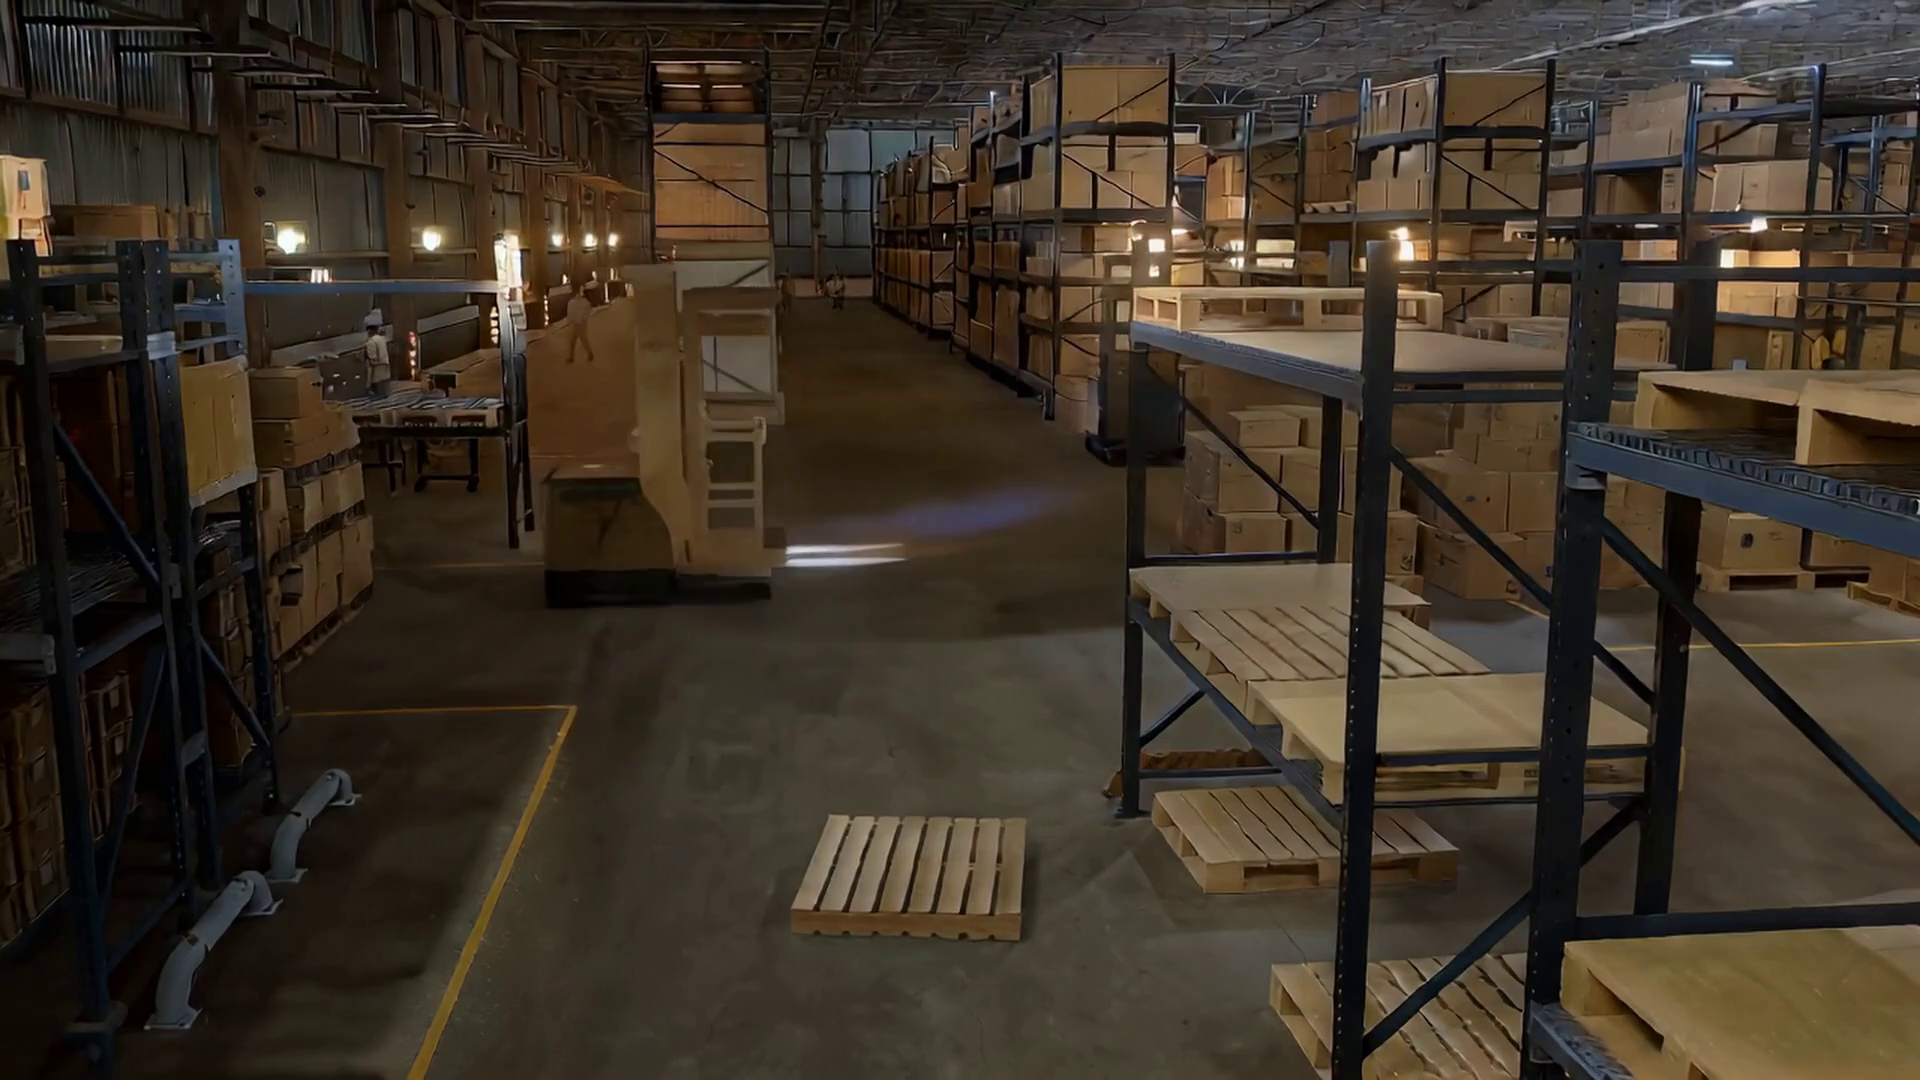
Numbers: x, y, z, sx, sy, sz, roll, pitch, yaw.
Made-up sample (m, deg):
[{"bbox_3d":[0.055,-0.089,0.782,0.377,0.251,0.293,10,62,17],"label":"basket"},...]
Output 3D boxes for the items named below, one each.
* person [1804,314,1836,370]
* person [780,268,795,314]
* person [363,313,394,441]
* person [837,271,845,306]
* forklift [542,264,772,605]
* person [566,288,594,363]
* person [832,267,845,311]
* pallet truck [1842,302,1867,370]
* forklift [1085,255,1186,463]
[{"bbox_3d":[13.140,-2.496,25.465,0.397,1.911,0.587,10,14,44],"label":"person"},{"bbox_3d":[-7.122,-10.303,68.867,0.641,1.860,0.959,0,10,-2],"label":"person"},{"bbox_3d":[-8.832,-2.461,25.180,0.361,1.935,0.553,2,10,12],"label":"person"},{"bbox_3d":[-5.501,-11.481,76.019,0.527,1.625,0.482,3,11,17],"label":"person"},{"bbox_3d":[-2.566,-0.934,14.109,1.873,2.768,1.129,-1,10,-6],"label":"forklift"},{"bbox_3d":[-9.528,-5.375,41.582,0.630,1.859,1.008,3,11,17],"label":"person"},{"bbox_3d":[-5.234,-10.820,71.637,0.556,1.895,0.972,1,10,4],"label":"person"},{"bbox_3d":[15.846,-3.142,28.793,1.885,1.965,0.823,2,10,12],"label":"pallet truck"},{"bbox_3d":[2.429,-2.560,23.116,1.129,2.768,1.873,-1,10,-6],"label":"forklift"}]
